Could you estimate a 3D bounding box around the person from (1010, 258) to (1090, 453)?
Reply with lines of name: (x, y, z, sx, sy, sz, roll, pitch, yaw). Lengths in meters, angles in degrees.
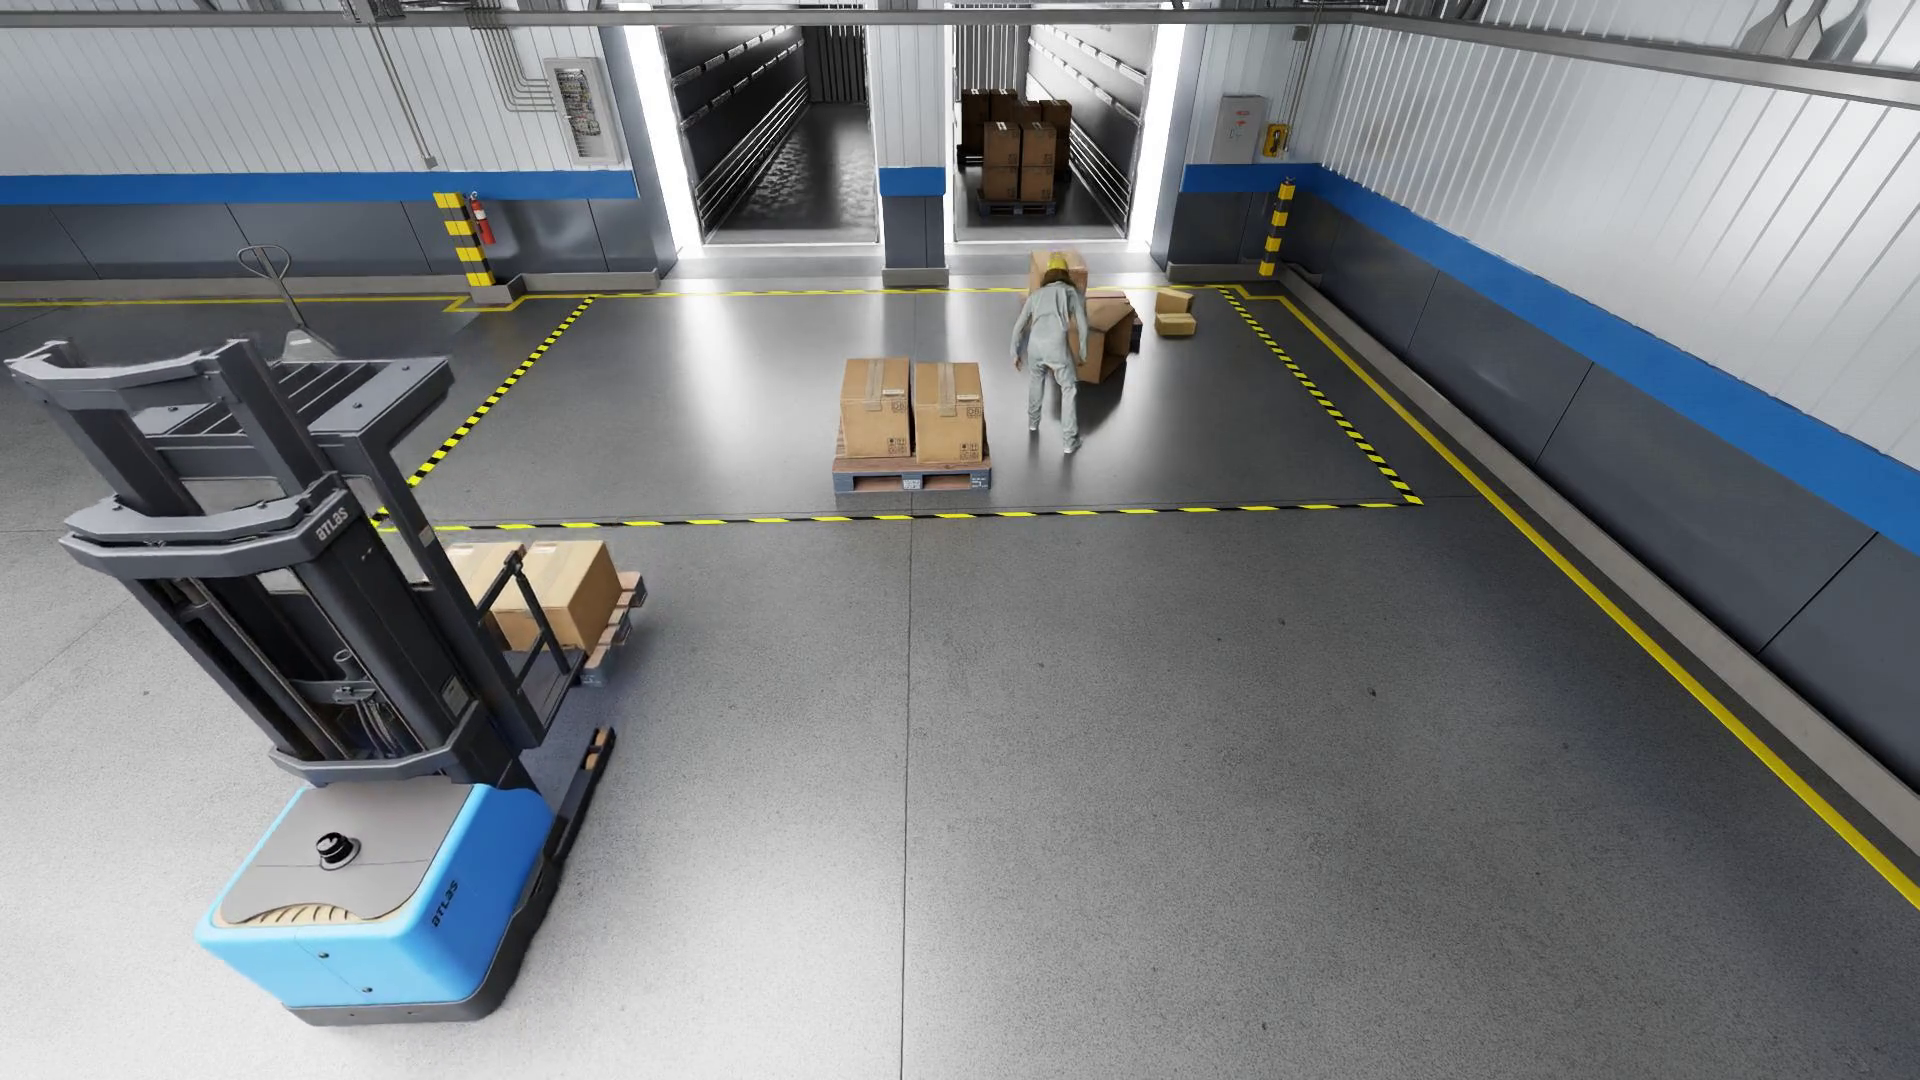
person: (0.803, -1.527, 6.039, 0.769, 1.337, 0.745, 23, 44, 26)

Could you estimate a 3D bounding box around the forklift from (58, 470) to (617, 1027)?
forklift: (-2.145, 0.799, 2.529, 0.716, 2.013, 0.776, -1, 38, -1)

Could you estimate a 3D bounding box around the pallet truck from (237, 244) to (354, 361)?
pallet truck: (-5.915, -1.733, 6.366, 0.680, 1.201, 1.601, -18, 42, -21)
